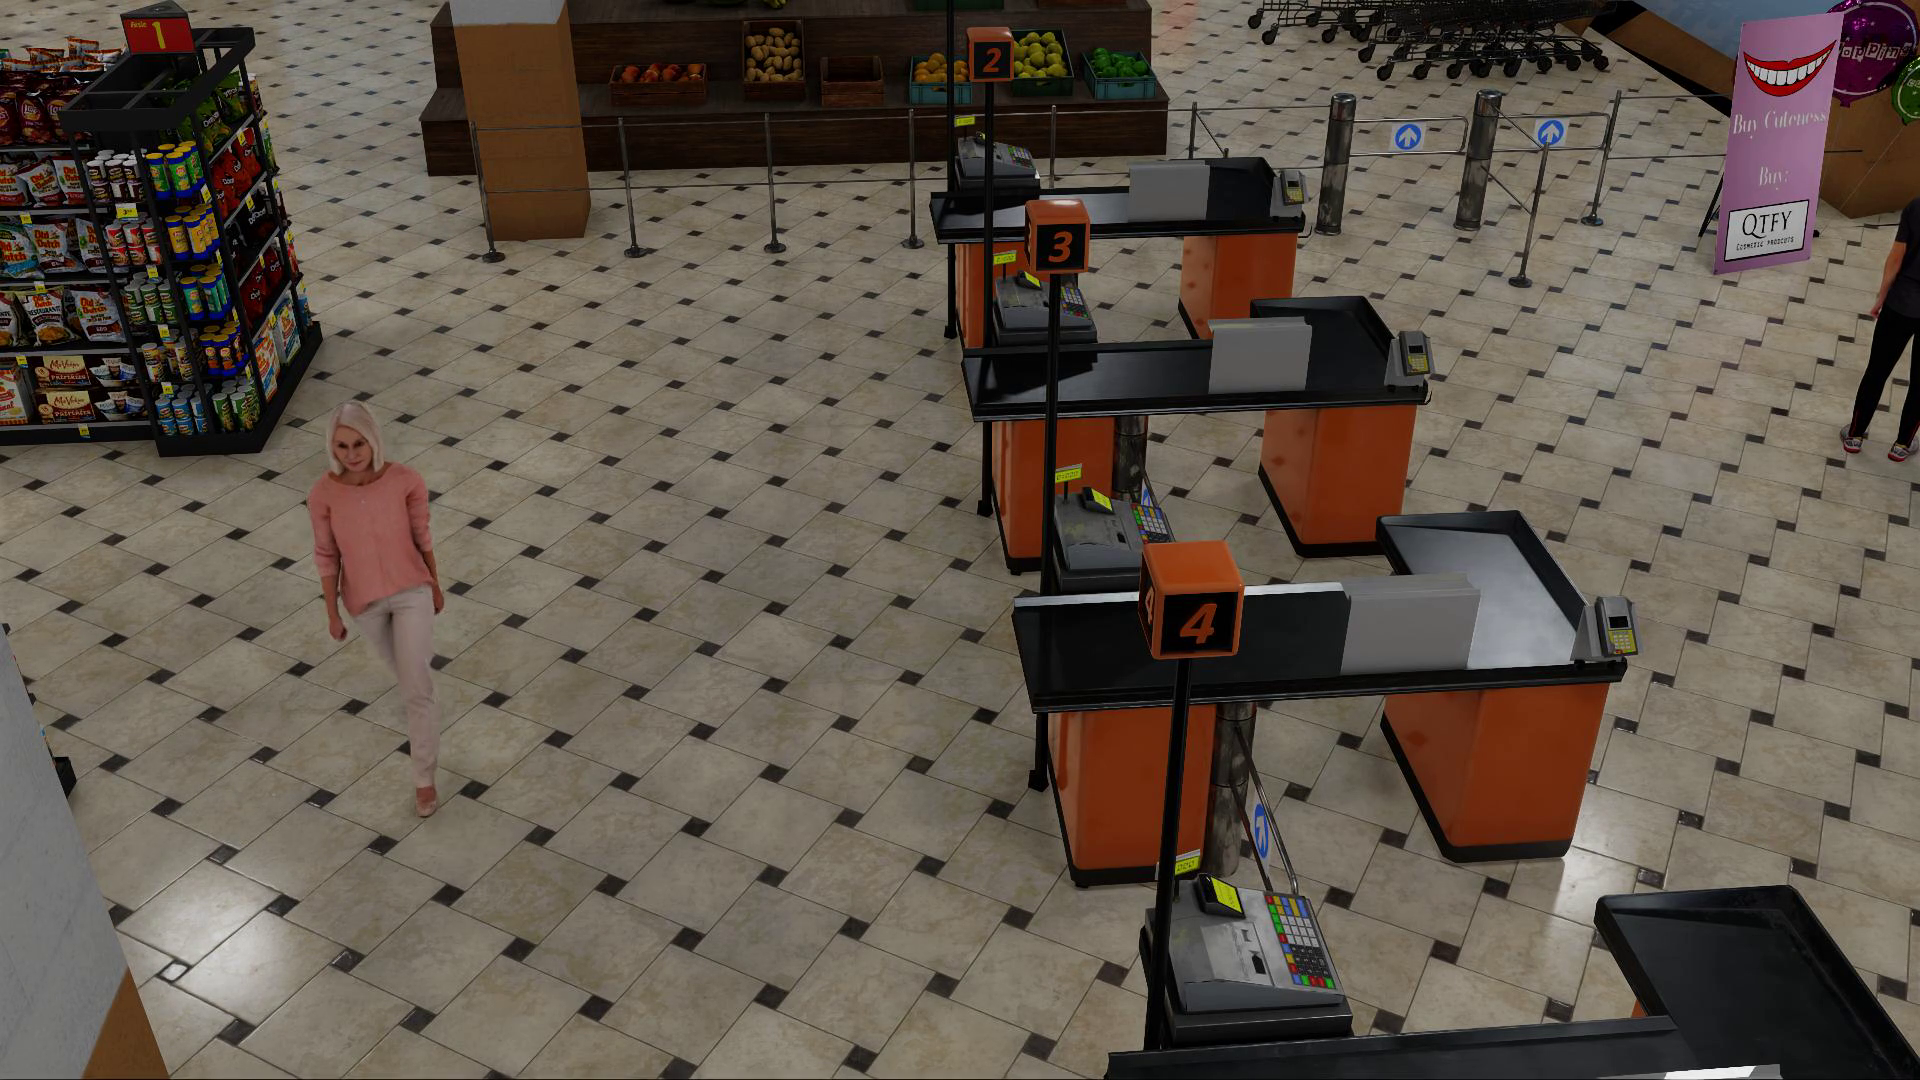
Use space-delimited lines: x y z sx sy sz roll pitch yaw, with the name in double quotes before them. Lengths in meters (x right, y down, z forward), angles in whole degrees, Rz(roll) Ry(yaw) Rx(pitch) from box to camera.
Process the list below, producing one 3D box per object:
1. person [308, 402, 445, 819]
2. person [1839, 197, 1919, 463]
"person" -2.324 0.192 6.761 1.133 1.681 0.807 -8 33 -12
"person" 5.213 -1.263 9.020 0.681 1.765 0.779 17 36 25
